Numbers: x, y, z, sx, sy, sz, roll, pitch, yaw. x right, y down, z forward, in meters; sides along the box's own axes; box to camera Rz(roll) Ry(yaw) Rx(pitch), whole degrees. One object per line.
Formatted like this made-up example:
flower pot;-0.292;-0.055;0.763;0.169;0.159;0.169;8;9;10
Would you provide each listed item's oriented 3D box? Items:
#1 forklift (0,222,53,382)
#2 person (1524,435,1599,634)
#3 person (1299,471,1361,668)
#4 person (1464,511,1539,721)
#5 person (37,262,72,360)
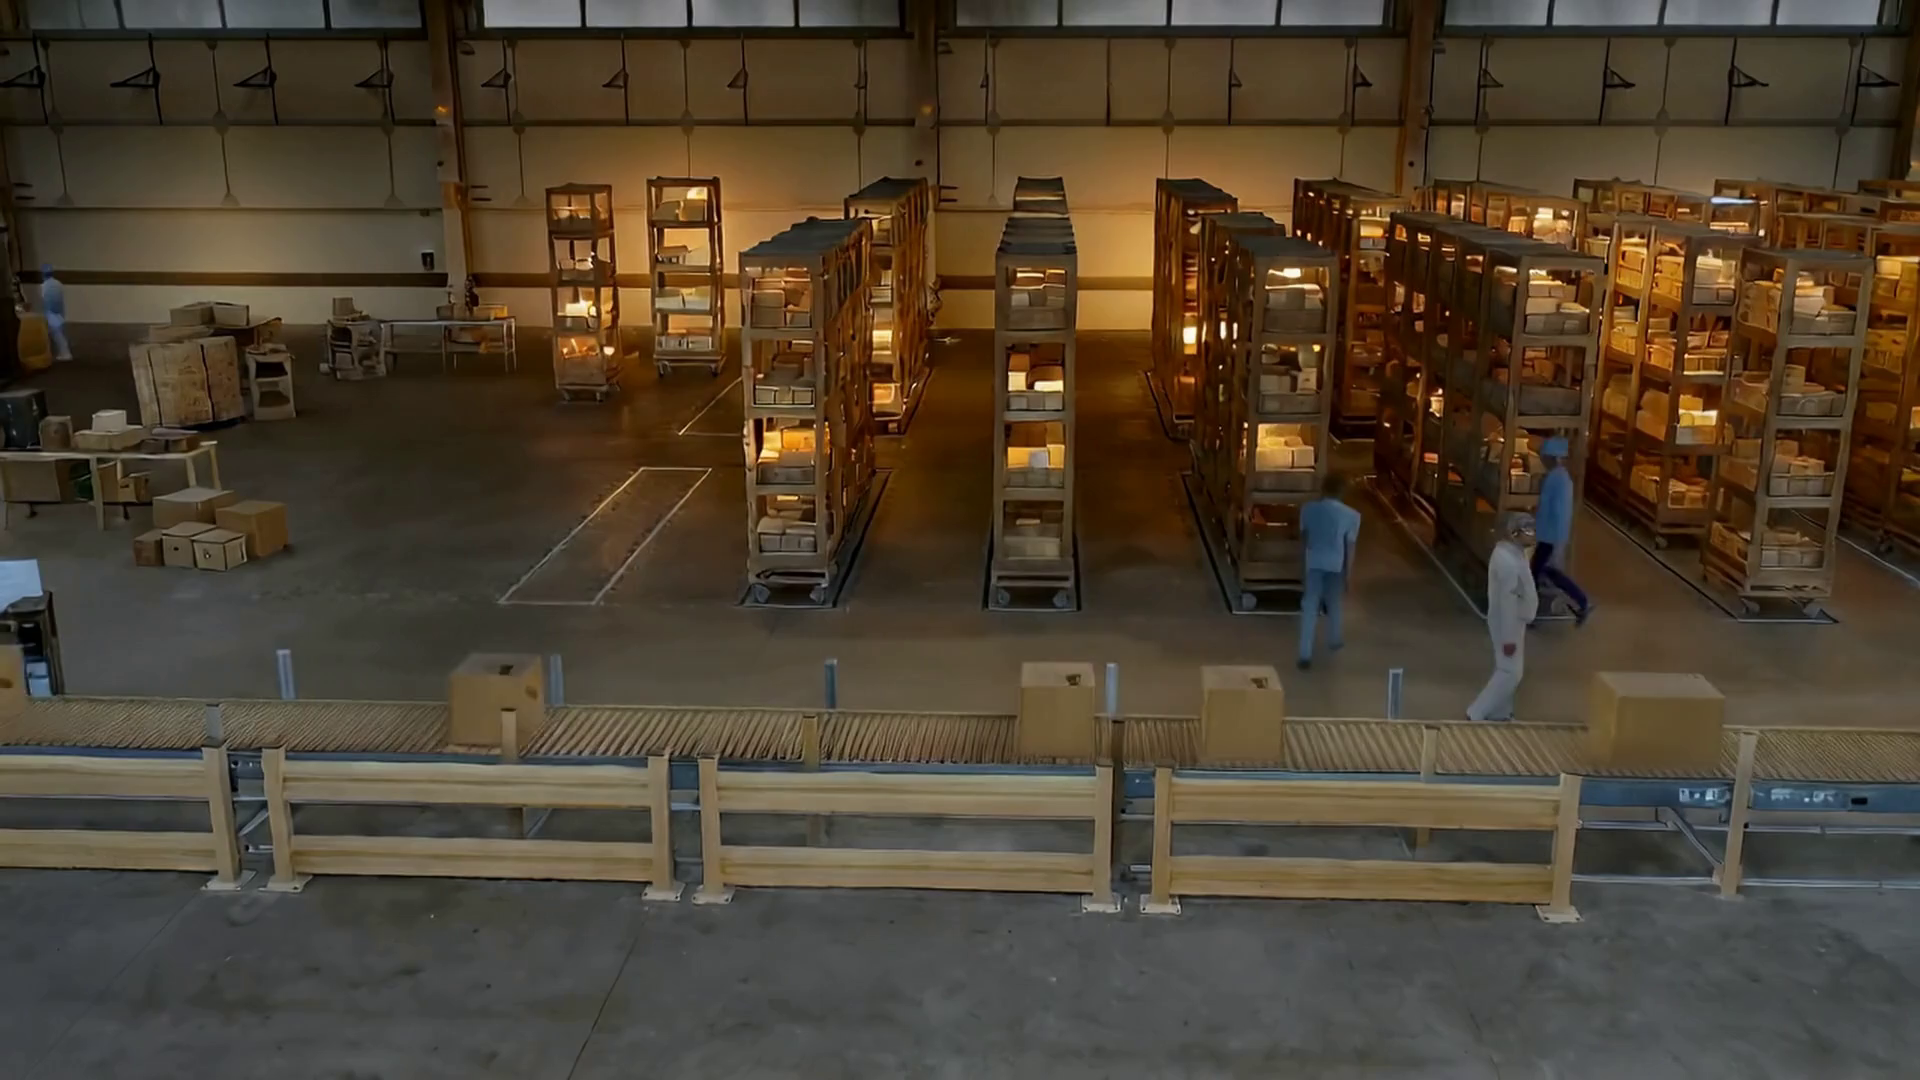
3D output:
forklift;-17.779;-4.399;30.412;1.129;2.768;1.873;1;15;3
person;5.720;-0.040;15.948;0.843;1.963;0.625;4;16;14
person;3.346;0.259;15.206;0.564;1.797;1.004;6;16;22
person;4.403;0.690;13.394;0.512;1.897;0.651;5;16;18
person;-17.778;-4.442;32.398;0.759;1.909;0.565;-1;15;-2
